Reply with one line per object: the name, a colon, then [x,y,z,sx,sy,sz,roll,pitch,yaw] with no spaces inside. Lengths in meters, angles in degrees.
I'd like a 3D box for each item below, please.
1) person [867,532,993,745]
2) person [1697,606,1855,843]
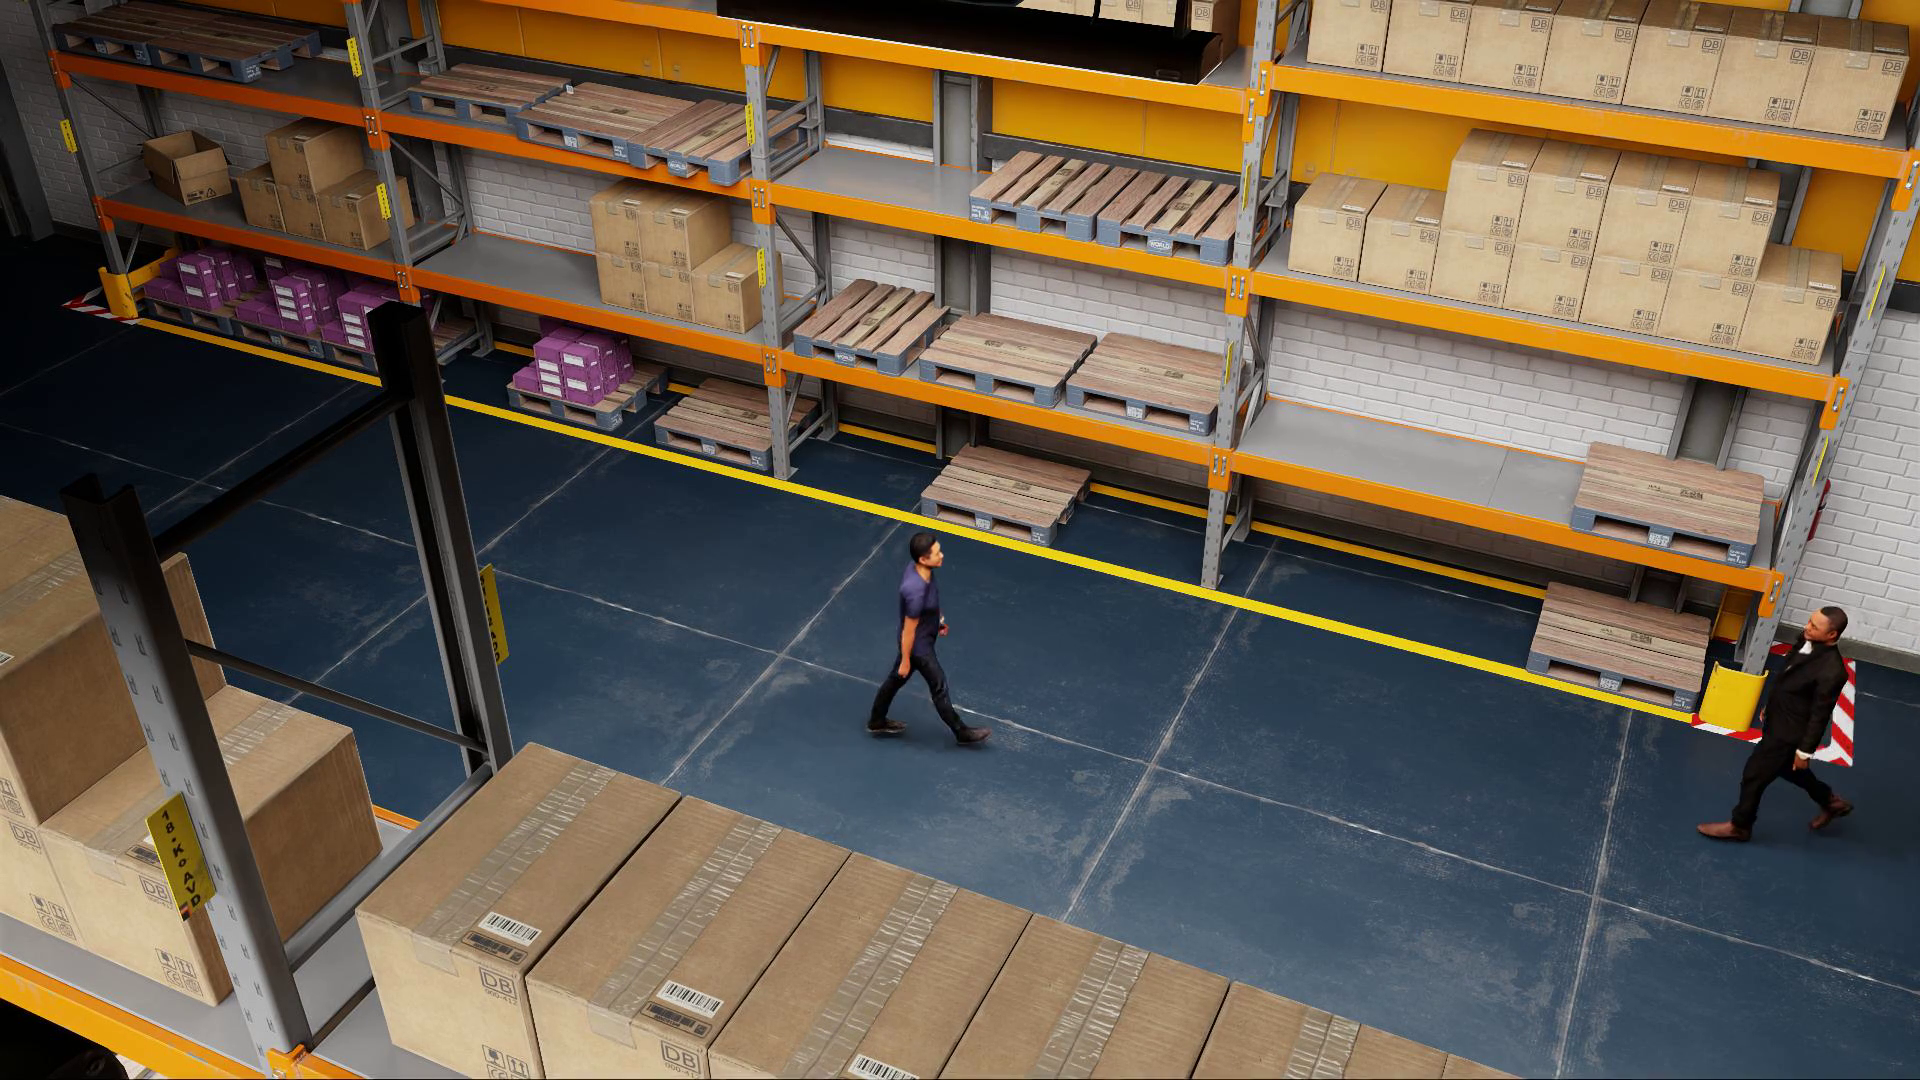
person: [-0.373,0.703,11.450,1.236,1.744,0.972,1,34,2]
person: [5.385,1.195,10.585,1.209,1.883,0.845,7,34,11]
